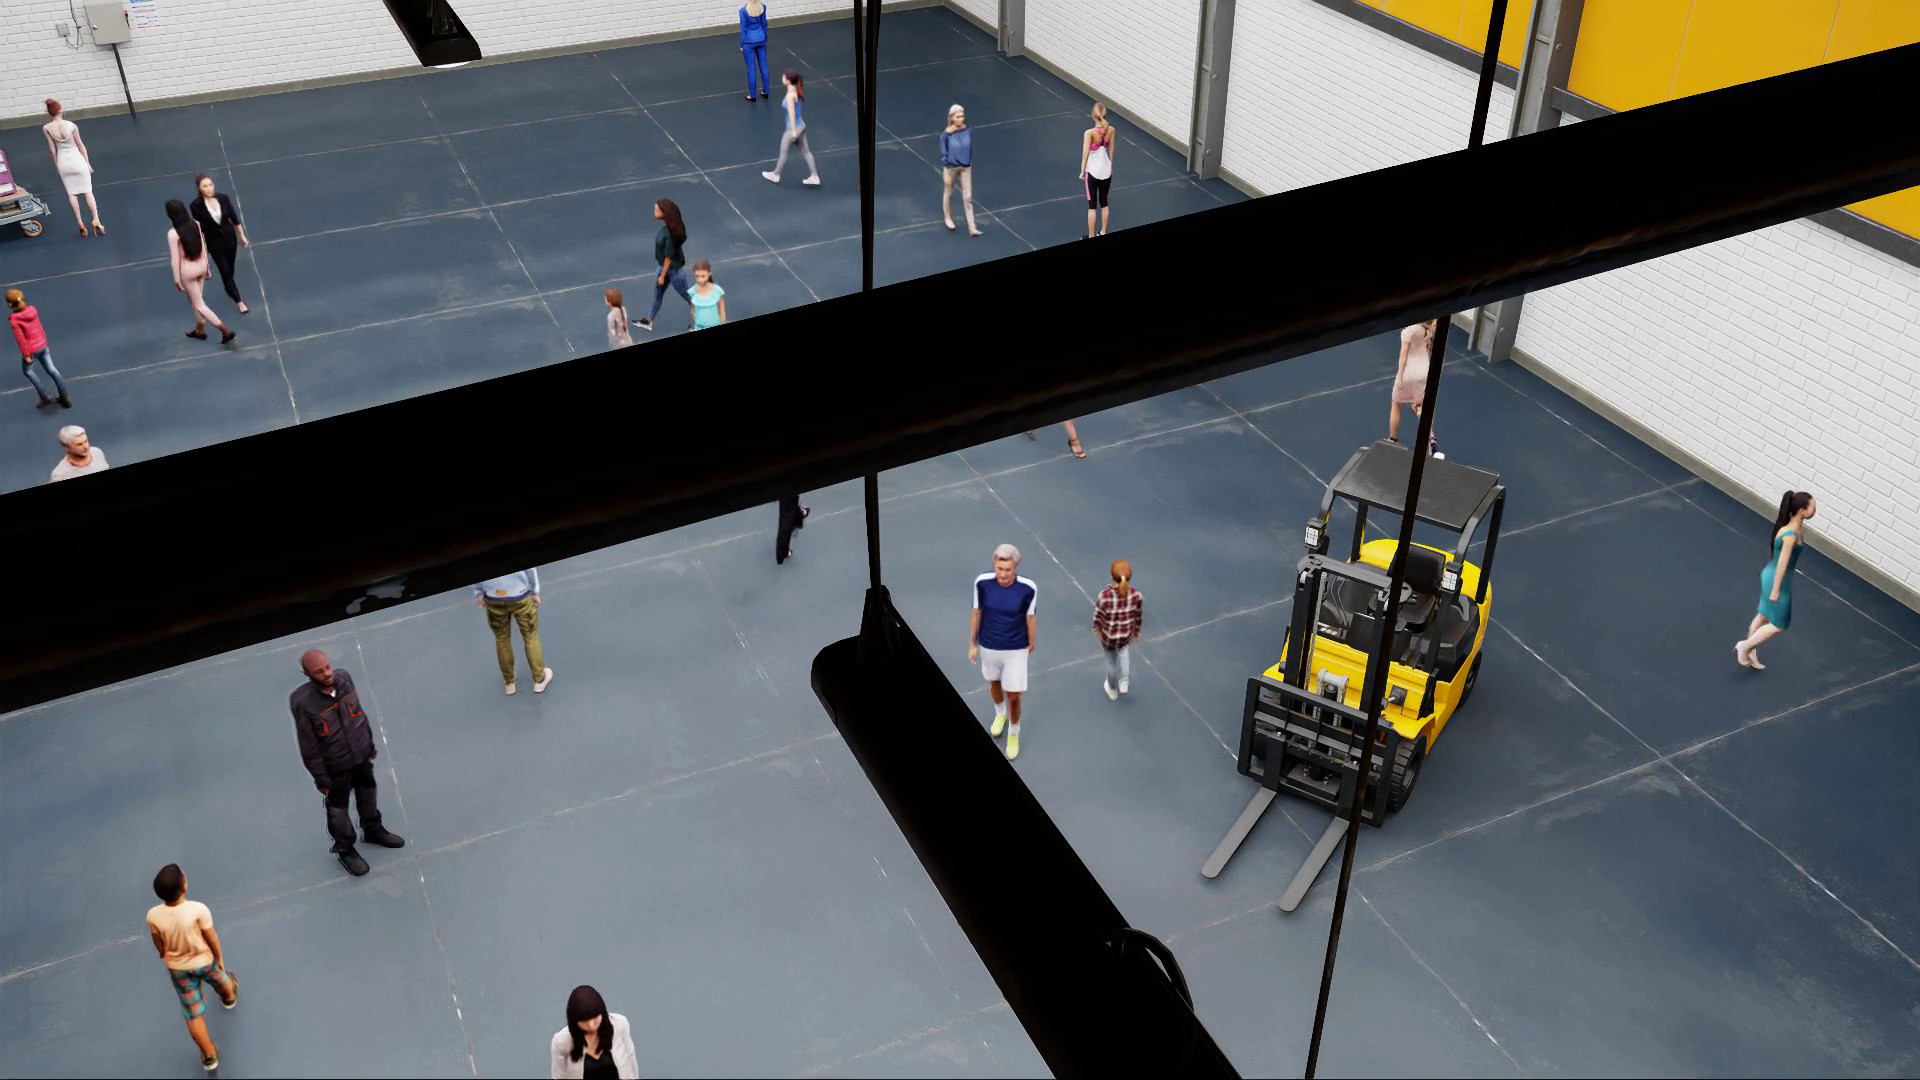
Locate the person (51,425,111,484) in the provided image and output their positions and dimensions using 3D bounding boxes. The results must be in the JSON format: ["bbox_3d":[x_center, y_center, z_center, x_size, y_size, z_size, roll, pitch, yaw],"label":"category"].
[{"bbox_3d":[-7.309,-0.130,13.960,1.323,1.856,1.263,12,35,17],"label":"person"}]

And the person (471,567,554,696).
[{"bbox_3d":[-3.577,0.436,13.151,0.750,1.809,0.699,-2,34,-4],"label":"person"}]

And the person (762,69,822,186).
[{"bbox_3d":[-2.141,-5.483,22.275,1.053,1.567,1.040,9,35,13],"label":"person"}]

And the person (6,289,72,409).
[{"bbox_3d":[-9.540,-1.957,17.215,0.721,1.295,0.662,10,35,15],"label":"person"}]

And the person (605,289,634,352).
[{"bbox_3d":[-3.529,-2.064,17.494,0.883,1.164,0.781,16,37,23],"label":"person"}]

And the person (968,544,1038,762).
[{"bbox_3d":[0.344,0.735,12.691,0.863,1.820,0.931,9,35,13],"label":"person"}]

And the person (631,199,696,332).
[{"bbox_3d":[-3.112,-3.014,18.559,0.781,1.569,1.078,-9,35,-13],"label":"person"}]

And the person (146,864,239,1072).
[{"bbox_3d":[-4.711,2.637,10.186,0.620,1.426,0.987,-10,35,-15],"label":"person"}]

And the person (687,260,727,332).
[{"bbox_3d":[-2.602,-2.224,17.393,0.811,1.542,0.966,3,34,4],"label":"person"}]

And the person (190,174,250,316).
[{"bbox_3d":[-8.526,-3.438,19.158,0.839,1.612,1.144,-28,42,-35],"label":"person"}]

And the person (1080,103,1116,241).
[{"bbox_3d":[1.720,-4.552,20.675,0.600,1.788,0.506,-15,37,-21],"label":"person"}]

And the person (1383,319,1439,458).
[{"bbox_3d":[4.462,-1.555,16.144,0.587,1.812,0.982,-14,36,-20],"label":"person"}]

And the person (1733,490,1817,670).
[{"bbox_3d":[6.515,0.338,13.418,0.739,1.677,0.691,15,36,21],"label":"person"}]

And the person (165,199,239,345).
[{"bbox_3d":[-8.373,-2.909,18.279,1.076,1.703,1.029,10,35,15],"label":"person"}]

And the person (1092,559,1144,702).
[{"bbox_3d":[1.257,0.748,13.145,0.575,1.296,0.578,-6,34,-10],"label":"person"}]

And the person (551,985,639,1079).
[{"bbox_3d":[-2.057,3.050,9.391,0.659,1.617,1.023,-12,36,-18],"label":"person"}]

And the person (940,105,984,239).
[{"bbox_3d":[-0.081,-4.679,20.982,0.629,1.658,1.058,-14,36,-20],"label":"person"}]

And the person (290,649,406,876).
[{"bbox_3d":[-4.320,1.480,11.566,0.813,1.825,0.801,18,38,25],"label":"person"}]

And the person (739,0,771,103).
[{"bbox_3d":[-3.111,-7.530,25.233,0.657,1.701,0.608,-22,39,-29],"label":"person"}]

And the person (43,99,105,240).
[{"bbox_3d":[-11.130,-4.665,20.838,0.635,1.795,0.625,-7,34,-10],"label":"person"}]
